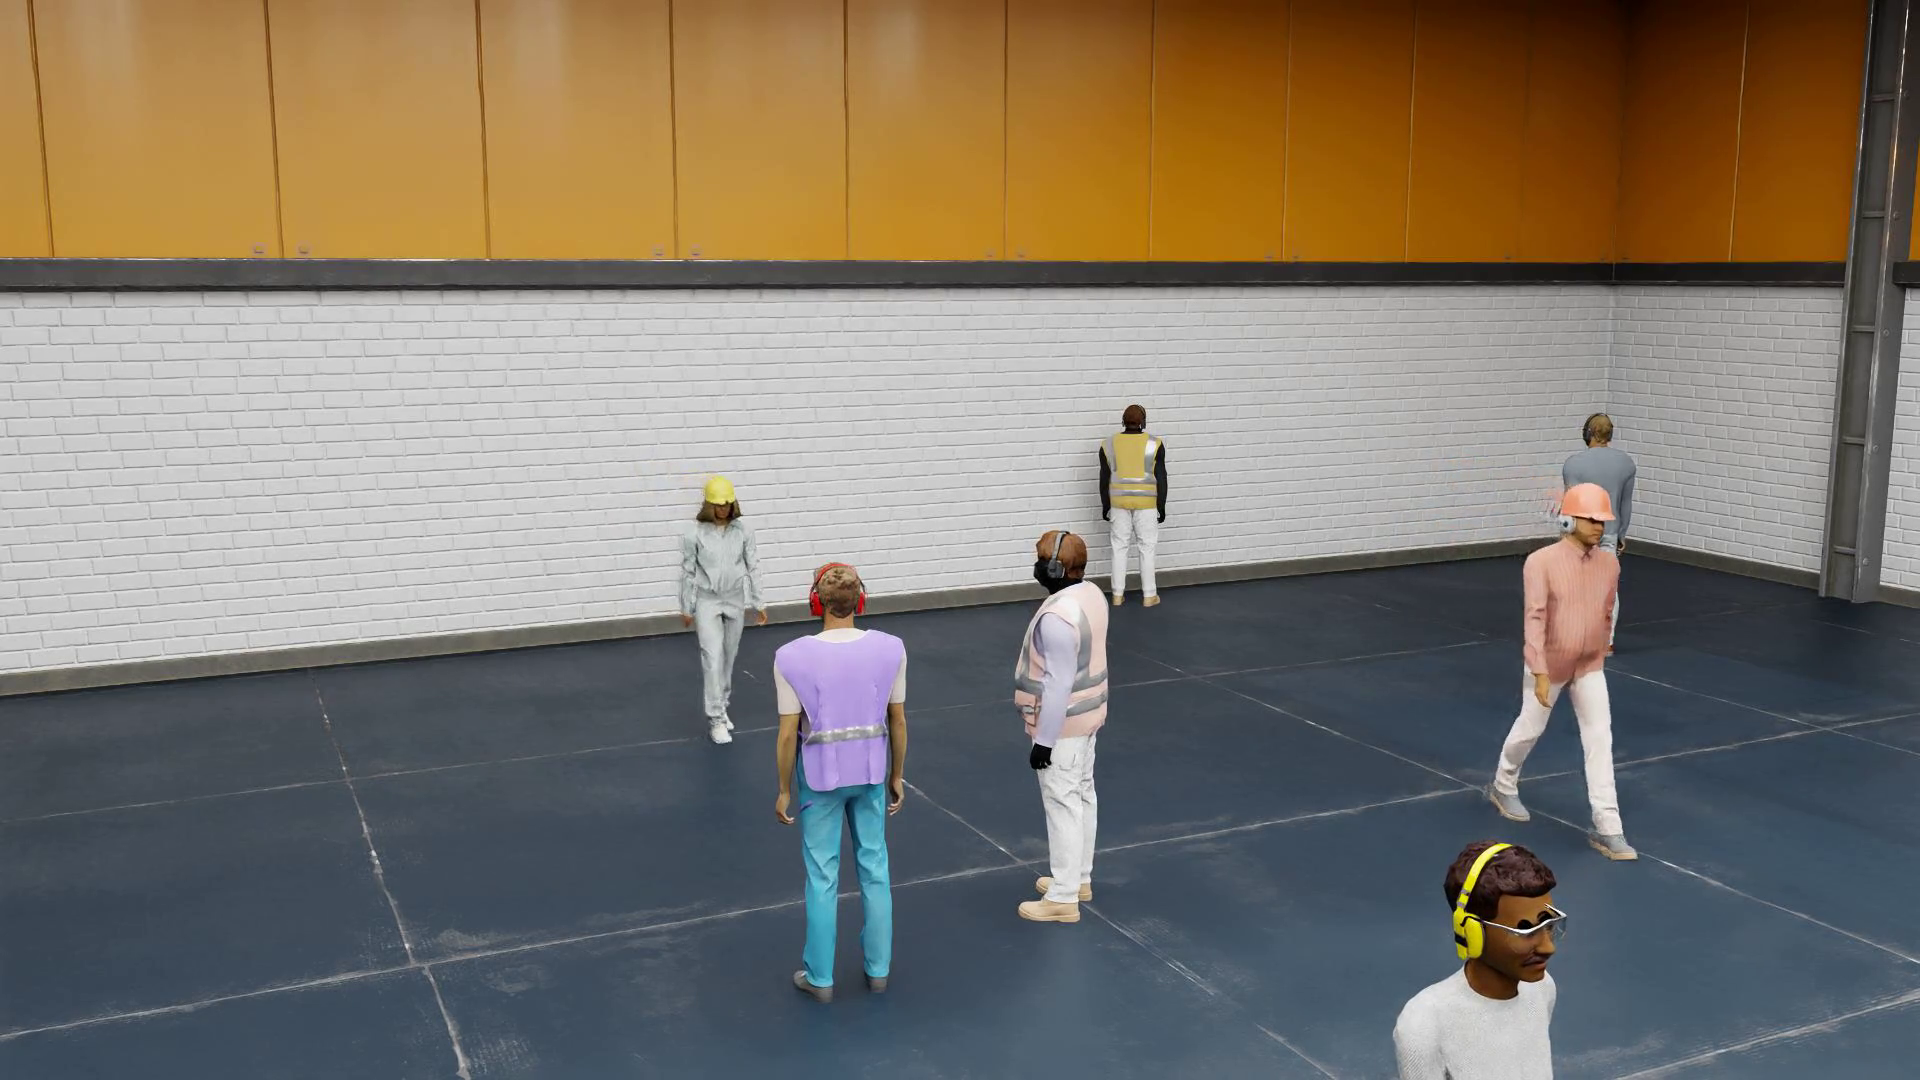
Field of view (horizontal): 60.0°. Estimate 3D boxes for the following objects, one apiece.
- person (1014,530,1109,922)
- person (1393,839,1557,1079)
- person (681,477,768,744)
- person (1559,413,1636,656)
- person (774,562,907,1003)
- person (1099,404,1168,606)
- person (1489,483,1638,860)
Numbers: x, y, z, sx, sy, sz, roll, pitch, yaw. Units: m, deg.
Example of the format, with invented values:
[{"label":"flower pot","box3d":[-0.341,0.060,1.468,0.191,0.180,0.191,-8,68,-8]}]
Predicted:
[{"label":"person","box3d":[0.469,0.865,7.818,0.430,1.845,0.619,3,10,20]},{"label":"person","box3d":[1.116,1.539,3.548,0.514,1.872,0.328,-8,12,-41]},{"label":"person","box3d":[-1.511,0.450,10.792,0.500,1.709,0.780,-6,11,-31]},{"label":"person","box3d":[4.976,-0.032,13.079,0.638,1.938,0.356,-3,10,-17]},{"label":"person","box3d":[-0.488,1.010,6.912,0.567,1.843,0.386,-4,10,-21]},{"label":"person","box3d":[1.582,-0.313,15.124,0.619,1.845,0.430,3,10,16]},{"label":"person","box3d":[3.218,0.648,8.887,0.620,1.946,1.040,-2,9,-14]}]
